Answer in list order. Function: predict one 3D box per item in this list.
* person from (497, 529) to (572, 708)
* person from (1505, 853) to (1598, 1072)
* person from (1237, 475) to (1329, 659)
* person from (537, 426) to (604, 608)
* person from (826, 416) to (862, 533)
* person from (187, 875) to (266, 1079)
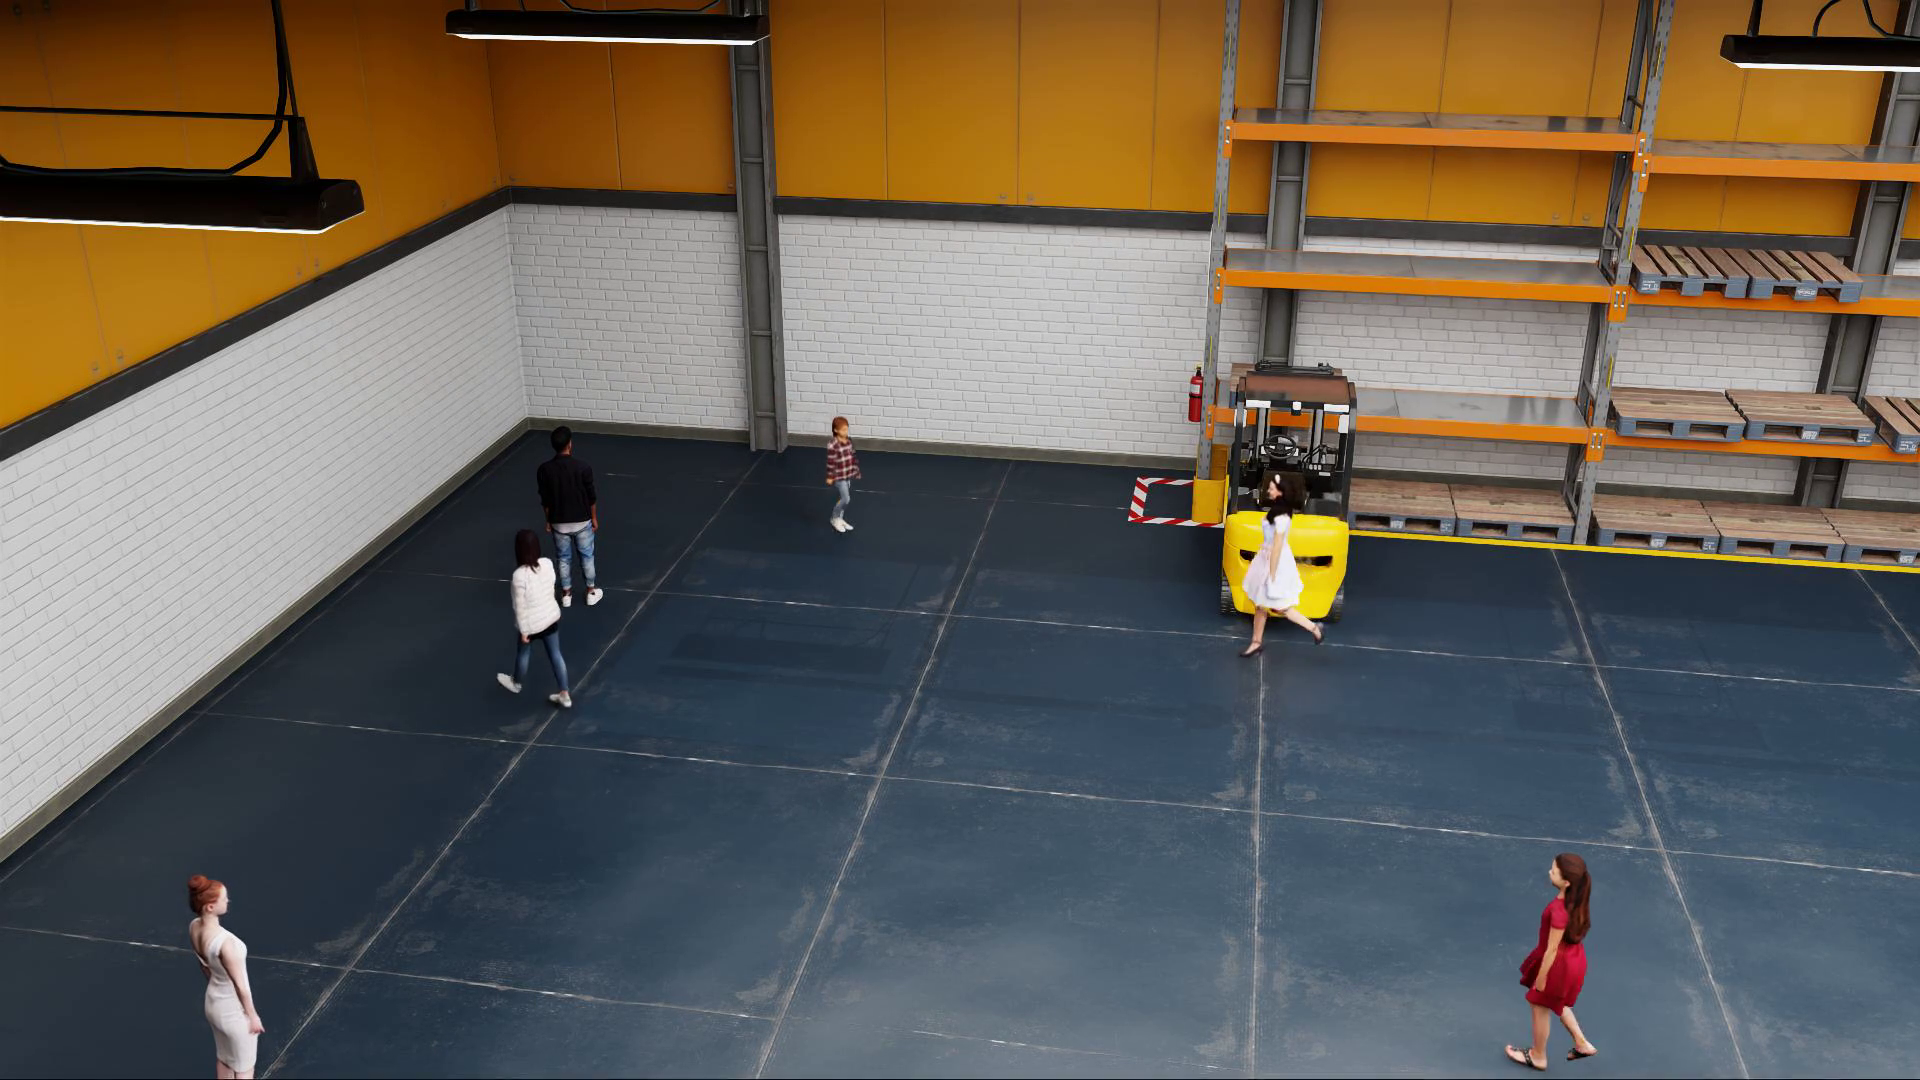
[{"bbox_3d":[-3.543,0.703,14.173,1.093,1.603,0.910,16,28,32],"label":"person"},{"bbox_3d":[3.662,2.566,9.989,0.863,1.540,0.748,18,30,36],"label":"person"},{"bbox_3d":[2.901,0.287,14.883,1.025,1.797,0.686,3,24,7],"label":"person"},{"bbox_3d":[-3.759,-0.222,16.027,0.620,1.813,0.802,-1,24,-3],"label":"person"},{"bbox_3d":[-1.315,-0.726,17.829,0.615,1.293,0.598,16,28,33],"label":"person"},{"bbox_3d":[-4.154,2.673,9.421,0.588,1.800,0.698,19,30,37],"label":"person"}]
